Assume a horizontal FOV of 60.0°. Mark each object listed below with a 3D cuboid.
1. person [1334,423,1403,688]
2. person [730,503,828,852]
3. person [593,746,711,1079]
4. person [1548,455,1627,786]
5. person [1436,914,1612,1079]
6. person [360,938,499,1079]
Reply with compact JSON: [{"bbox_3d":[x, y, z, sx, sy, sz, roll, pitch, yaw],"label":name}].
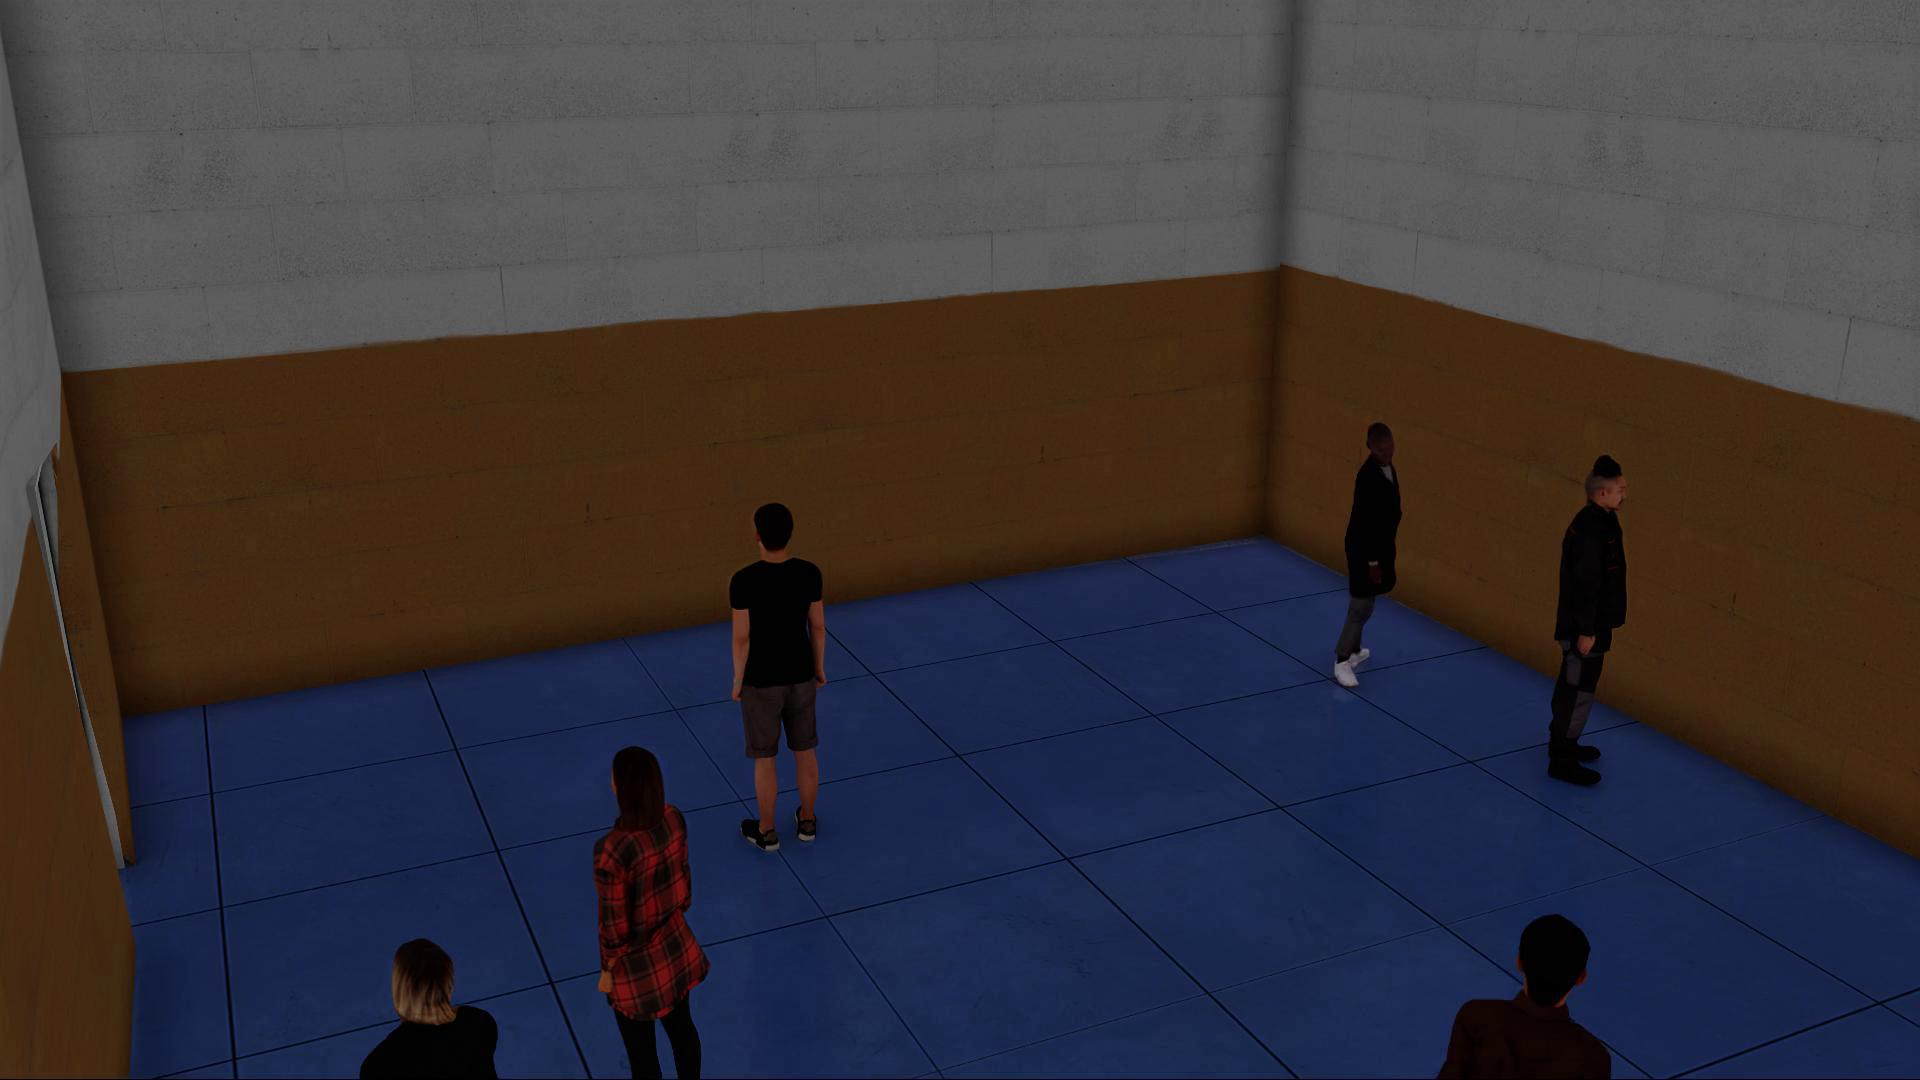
[{"bbox_3d":[2.600,0.040,10.688,0.909,1.734,0.820,3,19,10],"label":"person"},{"bbox_3d":[-0.932,0.699,8.535,0.501,1.862,0.716,-9,21,-24],"label":"person"},{"bbox_3d":[-1.172,1.554,6.249,0.767,1.703,0.668,11,22,30],"label":"person"},{"bbox_3d":[3.511,0.415,9.326,0.900,1.871,0.827,8,20,21],"label":"person"},{"bbox_3d":[1.613,1.958,4.960,1.044,1.760,1.142,9,21,24],"label":"person"},{"bbox_3d":[-1.569,1.970,5.062,0.770,1.672,0.678,15,24,37],"label":"person"}]
